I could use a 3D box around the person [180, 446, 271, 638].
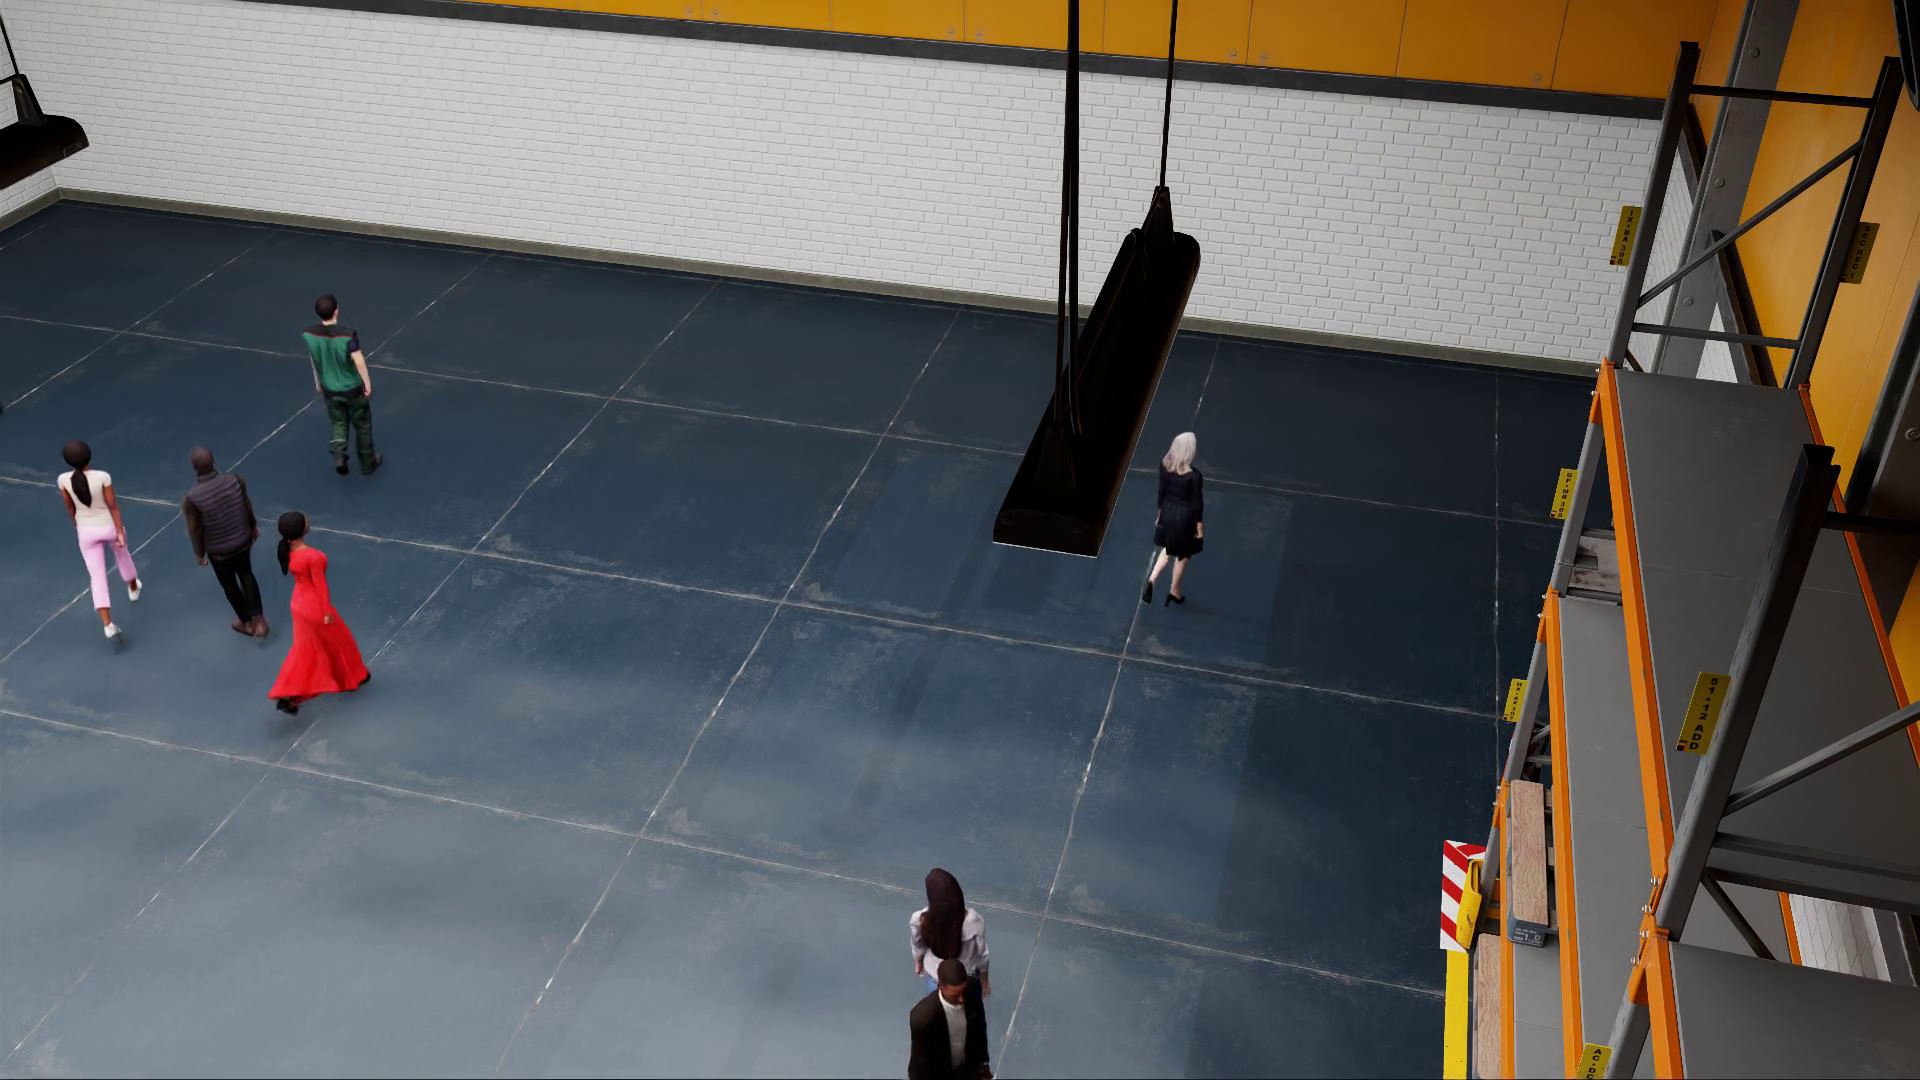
[{"bbox_3d":[-5.958,0.040,13.535,0.921,1.833,0.838,28,42,35],"label":"person"}]

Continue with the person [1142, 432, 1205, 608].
[{"bbox_3d":[1.780,-0.109,13.850,0.944,1.733,0.844,-27,42,-34],"label":"person"}]

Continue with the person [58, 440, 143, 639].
[{"bbox_3d":[-7.107,0.010,13.703,1.015,1.698,1.234,-10,35,-15],"label":"person"}]

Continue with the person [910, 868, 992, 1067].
[{"bbox_3d":[-0.063,2.663,9.797,0.684,1.604,0.644,3,34,4],"label":"person"}]

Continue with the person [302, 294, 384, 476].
[{"bbox_3d":[-5.840,-1.401,15.654,0.791,1.888,0.923,3,34,4],"label":"person"}]

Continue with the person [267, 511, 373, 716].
[{"bbox_3d":[-5.049,0.580,12.790,0.778,1.760,1.115,17,37,24],"label":"person"}]

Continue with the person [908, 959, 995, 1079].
[{"bbox_3d":[-0.164,2.915,9.259,1.025,1.779,1.026,25,41,32],"label":"person"}]
